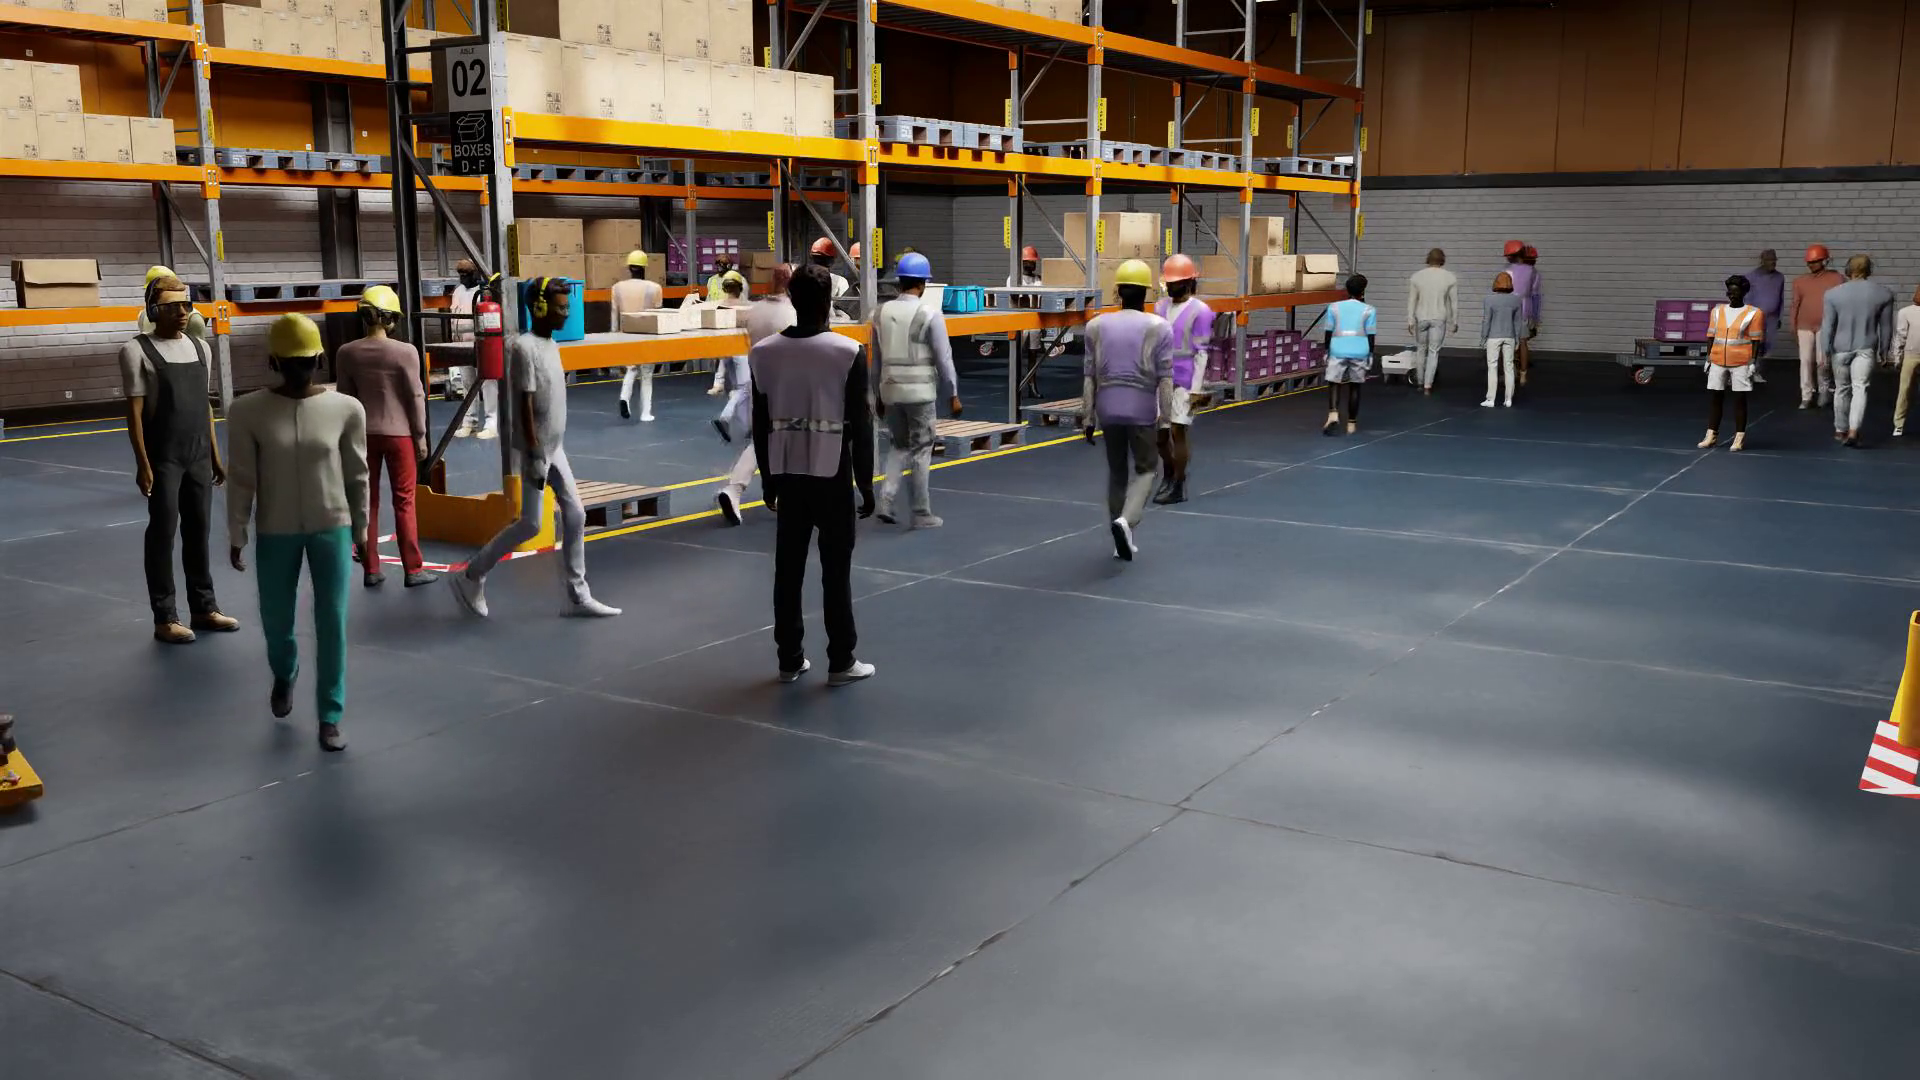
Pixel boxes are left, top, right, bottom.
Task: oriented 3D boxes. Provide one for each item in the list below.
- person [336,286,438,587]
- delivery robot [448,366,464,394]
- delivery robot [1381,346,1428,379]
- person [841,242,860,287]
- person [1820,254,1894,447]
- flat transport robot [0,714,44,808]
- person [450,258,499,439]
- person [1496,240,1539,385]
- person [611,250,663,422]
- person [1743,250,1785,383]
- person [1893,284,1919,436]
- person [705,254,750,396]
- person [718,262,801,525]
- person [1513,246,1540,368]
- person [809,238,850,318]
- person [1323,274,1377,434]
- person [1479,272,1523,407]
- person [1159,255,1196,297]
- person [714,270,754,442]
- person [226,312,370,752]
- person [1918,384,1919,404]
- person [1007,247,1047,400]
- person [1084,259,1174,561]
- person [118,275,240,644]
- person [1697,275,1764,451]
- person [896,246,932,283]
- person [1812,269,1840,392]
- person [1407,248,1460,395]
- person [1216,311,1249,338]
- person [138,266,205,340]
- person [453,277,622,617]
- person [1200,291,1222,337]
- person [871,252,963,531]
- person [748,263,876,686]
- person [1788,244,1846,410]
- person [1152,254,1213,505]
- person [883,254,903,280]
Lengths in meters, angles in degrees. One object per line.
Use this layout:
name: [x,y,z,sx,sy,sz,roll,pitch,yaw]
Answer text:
person: [-3.359,-0.597,9.725,0.525,1.759,0.337,2,10,9]
delivery robot: [-6.312,-2.100,21.126,0.477,0.478,0.707,-3,11,-19]
delivery robot: [6.197,-2.437,22.993,0.707,0.478,0.477,10,14,44]
person: [-1.157,-2.431,19.228,0.377,1.995,0.608,10,14,43]
person: [8.845,-1.874,16.455,0.641,1.896,1.018,5,11,27]
flat transport robot: [-4.027,0.867,5.734,1.431,0.197,0.652,-8,13,-37]
person: [-4.975,-1.954,17.026,0.619,1.838,0.430,6,12,31]
person: [7.763,-3.171,23.259,0.728,2.014,0.533,-2,10,-9]
person: [-3.570,-2.247,18.441,0.594,1.911,0.505,2,10,10]
person: [11.480,-3.209,23.857,0.649,1.892,0.617,-2,10,-11]
person: [9.888,-1.862,17.103,0.496,1.626,0.284,5,11,24]
person: [-3.058,-2.802,21.706,0.634,1.842,0.429,5,11,25]
person: [-1.324,-1.039,11.869,0.644,1.871,0.893,8,13,39]
person: [8.882,-3.664,26.246,0.523,1.927,0.561,-2,10,-9]
person: [-1.358,-1.988,16.638,0.616,2.041,0.378,4,11,21]
person: [4.034,-1.911,17.237,0.551,1.669,0.555,3,11,16]
person: [6.575,-2.431,20.228,0.508,1.632,0.271,-1,10,-6]
person: [2.972,-3.055,23.137,0.620,1.836,0.429,0,10,1]
person: [-2.291,-1.850,16.755,0.592,1.718,0.765,6,12,28]
person: [-2.658,-0.050,6.706,0.549,1.745,0.578,-5,11,-25]
person: [12.097,-2.575,20.492,0.590,1.827,0.404,8,13,37]
person: [0.859,-2.749,21.151,0.547,1.936,0.364,-4,11,-23]
person: [1.032,-0.787,10.372,0.589,1.910,0.643,4,11,23]
person: [-3.964,-0.410,8.443,0.343,1.846,0.507,5,11,24]
person: [7.428,-1.701,16.018,0.319,1.694,0.532,-9,14,-42]
person: [-0.676,-3.171,23.486,0.635,1.937,0.352,8,13,38]
person: [11.566,-2.788,22.206,0.498,1.634,0.284,-1,10,-8]
person: [6.263,-2.888,21.985,0.651,1.908,0.847,5,11,24]
person: [4.035,-3.386,24.832,0.574,1.881,0.358,-1,10,-5]
person: [-6.246,-1.254,13.194,0.591,1.823,0.405,3,11,15]
person: [-2.286,-0.477,8.853,0.841,1.830,0.552,2,10,8]
person: [3.760,-3.261,24.893,0.437,1.623,0.551,-5,11,-25]
person: [-0.327,-1.014,11.531,0.636,1.936,0.440,8,13,39]
person: [-0.667,-0.287,7.559,0.593,1.920,0.391,4,11,19]
person: [10.206,-2.532,19.844,0.634,1.971,0.438,9,14,42]
person: [1.630,-1.206,12.654,0.419,1.913,0.571,-10,14,-44]
person: [-0.991,-4.033,28.689,0.603,1.780,0.921,8,13,36]
